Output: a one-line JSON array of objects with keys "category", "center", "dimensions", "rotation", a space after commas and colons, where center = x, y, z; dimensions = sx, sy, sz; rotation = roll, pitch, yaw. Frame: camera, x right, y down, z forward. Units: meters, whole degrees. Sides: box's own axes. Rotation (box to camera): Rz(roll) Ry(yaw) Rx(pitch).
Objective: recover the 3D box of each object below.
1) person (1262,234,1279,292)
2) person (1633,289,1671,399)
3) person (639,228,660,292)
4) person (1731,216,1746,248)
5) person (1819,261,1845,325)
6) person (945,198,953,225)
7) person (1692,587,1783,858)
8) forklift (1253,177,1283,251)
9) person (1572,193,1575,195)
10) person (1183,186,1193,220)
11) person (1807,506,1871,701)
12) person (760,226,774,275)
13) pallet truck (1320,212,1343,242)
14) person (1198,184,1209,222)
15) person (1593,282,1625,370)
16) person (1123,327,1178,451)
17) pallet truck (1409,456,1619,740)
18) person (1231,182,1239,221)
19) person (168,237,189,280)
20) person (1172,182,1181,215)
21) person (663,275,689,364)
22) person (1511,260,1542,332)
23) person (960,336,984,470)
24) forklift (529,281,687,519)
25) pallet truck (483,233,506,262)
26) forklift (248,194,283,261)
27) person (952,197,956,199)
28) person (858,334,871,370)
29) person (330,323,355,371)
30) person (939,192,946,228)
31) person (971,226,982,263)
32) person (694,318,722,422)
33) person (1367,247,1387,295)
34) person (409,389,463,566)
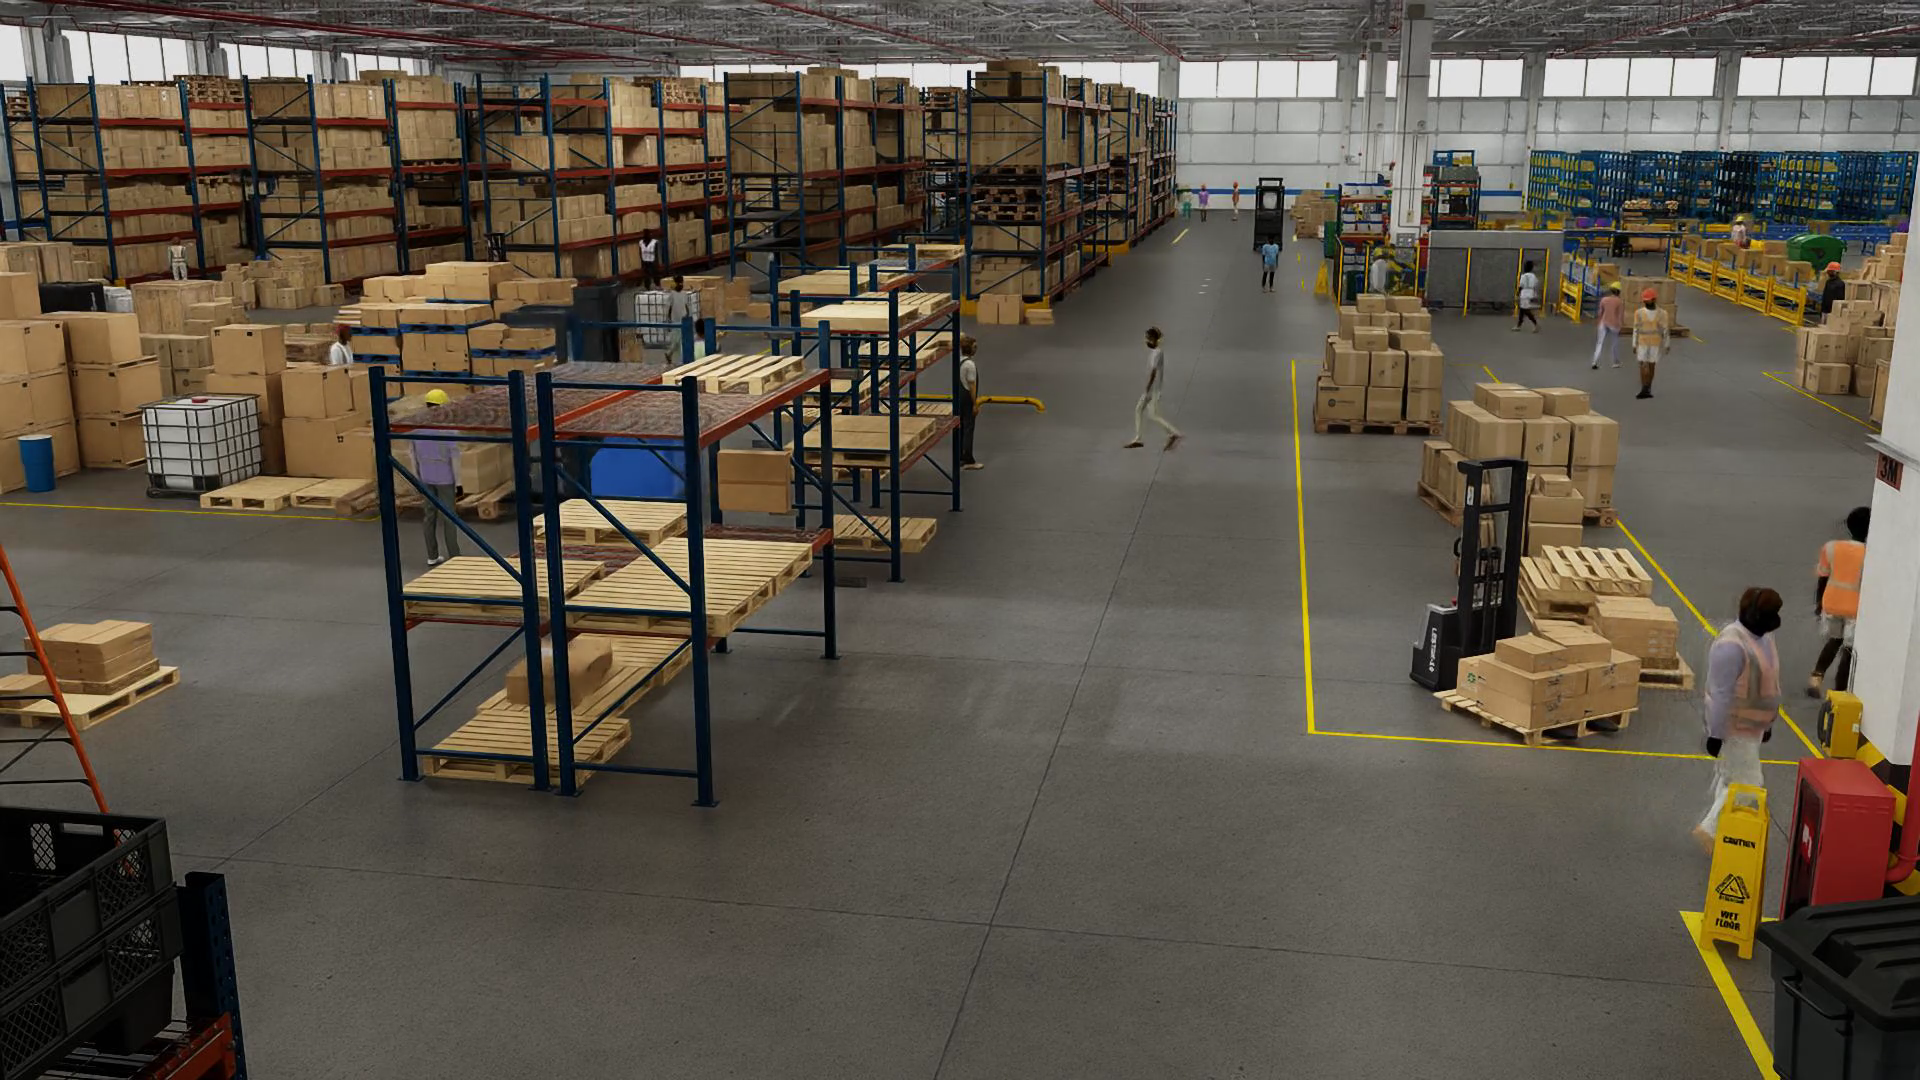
[{"category": "person", "center": [9.008, -8.045, 48.296], "dimensions": [0.536, 1.699, 0.322], "rotation": [-5, 15, -18]}, {"category": "person", "center": [12.113, -3.429, 29.121], "dimensions": [0.663, 1.906, 0.591], "rotation": [7, 16, 27]}, {"category": "person", "center": [-8.883, -7.982, 47.642], "dimensions": [0.599, 1.893, 0.647], "rotation": [2, 14, 10]}, {"category": "person", "center": [26.906, -10.316, 57.408], "dimensions": [0.514, 1.751, 0.533], "rotation": [-5, 15, -19]}, {"category": "person", "center": [17.877, -4.719, 34.185], "dimensions": [0.396, 1.992, 0.622], "rotation": [-1, 14, -4]}, {"category": "person", "center": [-0.467, -15.001, 76.059], "dimensions": [0.371, 1.934, 0.627], "rotation": [-8, 16, -31]}, {"category": "person", "center": [4.977, 1.181, 10.573], "dimensions": [0.656, 1.828, 0.451], "rotation": [-13, 19, -42]}, {"category": "forklift", "center": [12.083, -12.747, 64.956], "dimensions": [1.129, 2.768, 1.873], "rotation": [3, 14, 10]}, {"category": "person", "center": [33.308, -18.380, 89.974], "dimensions": [0.563, 1.837, 0.393], "rotation": [-8, 16, -30]}, {"category": "person", "center": [11.989, -17.772, 87.652], "dimensions": [0.528, 1.768, 0.313], "rotation": [3, 14, 12]}, {"category": "person", "center": [7.168, 0.557, 13.392], "dimensions": [0.362, 1.684, 0.543], "rotation": [-9, 16, -32]}, {"category": "person", "center": [-6.267, -9.483, 54.378], "dimensions": [0.486, 1.584, 0.878], "rotation": [2, 14, 8]}, {"category": "pallet truck", "center": [15.874, -13.227, 70.310], "dimensions": [0.680, 1.201, 1.601], "rotation": [10, 17, 35]}, {"category": "person", "center": [12.556, -17.380, 85.741], "dimensions": [0.571, 1.920, 0.608], "rotation": [3, 14, 10]}, {"category": "person", "center": [12.755, -4.207, 32.660], "dimensions": [0.532, 1.725, 0.885], "rotation": [13, 19, 43]}, {"category": "person", "center": [2.819, -2.212, 24.340], "dimensions": [0.678, 1.836, 0.557], "rotation": [-2, 14, -6]}, {"category": "pallet truck", "center": [4.504, 0.400, 13.395], "dimensions": [0.823, 1.965, 1.885], "rotation": [-6, 15, -23]}, {"category": "person", "center": [14.305, -17.588, 86.436], "dimensions": [0.381, 1.994, 0.613], "rotation": [1, 14, 4]}, {"category": "person", "center": [-22.336, -7.836, 47.567], "dimensions": [0.514, 1.642, 0.311], "rotation": [-5, 15, -19]}, {"category": "person", "center": [11.896, -18.798, 91.696], "dimensions": [0.696, 1.826, 0.637], "rotation": [-4, 14, -17]}, {"category": "person", "center": [-5.602, -4.342, 33.004], "dimensions": [0.887, 1.833, 0.548], "rotation": [9, 16, 32]}, {"category": "person", "center": [13.213, -5.645, 38.607], "dimensions": [0.527, 1.674, 0.751], "rotation": [-13, 19, -43]}, {"category": "person", "center": [0.105, -1.895, 23.029], "dimensions": [0.341, 1.846, 0.510], "rotation": [-7, 16, -27]}, {"category": "forklift", "center": [-4.328, -1.712, 20.153], "dimensions": [1.873, 2.768, 1.129], "rotation": [1, 14, 3]}, {"category": "pallet truck", "center": [-11.832, -7.026, 43.548], "dimensions": [1.885, 1.965, 0.823], "rotation": [8, 16, 28]}, {"category": "forklift", "center": [-19.991, -8.624, 48.218], "dimensions": [1.873, 2.768, 1.129], "rotation": [13, 19, 43]}, {"category": "person", "center": [-0.173, -16.763, 83.850], "dimensions": [0.526, 1.615, 0.658], "rotation": [4, 14, 15]}, {"category": "person", "center": [-1.887, -4.301, 32.547], "dimensions": [0.607, 1.966, 0.367], "rotation": [6, 15, 22]}, {"category": "person", "center": [-9.139, -2.273, 24.522], "dimensions": [0.598, 1.864, 0.597], "rotation": [1, 14, 2]}, {"category": "person", "center": [-0.754, -14.689, 74.778], "dimensions": [0.362, 1.939, 0.542], "rotation": [-3, 14, -11]}, {"category": "person", "center": [0.540, -10.248, 56.953], "dimensions": [0.429, 1.842, 0.626], "rotation": [10, 17, 34]}, {"category": "person", "center": [-3.829, -2.348, 24.765], "dimensions": [0.595, 1.900, 0.754], "rotation": [2, 14, 7]}, {"category": "person", "center": [10.389, -6.351, 41.238], "dimensions": [0.589, 1.794, 0.916], "rotation": [-13, 19, -43]}, {"category": "person", "center": [-5.598, -0.661, 17.876], "dimensions": [0.589, 1.914, 0.398], "rotation": [4, 14, 16]}]
